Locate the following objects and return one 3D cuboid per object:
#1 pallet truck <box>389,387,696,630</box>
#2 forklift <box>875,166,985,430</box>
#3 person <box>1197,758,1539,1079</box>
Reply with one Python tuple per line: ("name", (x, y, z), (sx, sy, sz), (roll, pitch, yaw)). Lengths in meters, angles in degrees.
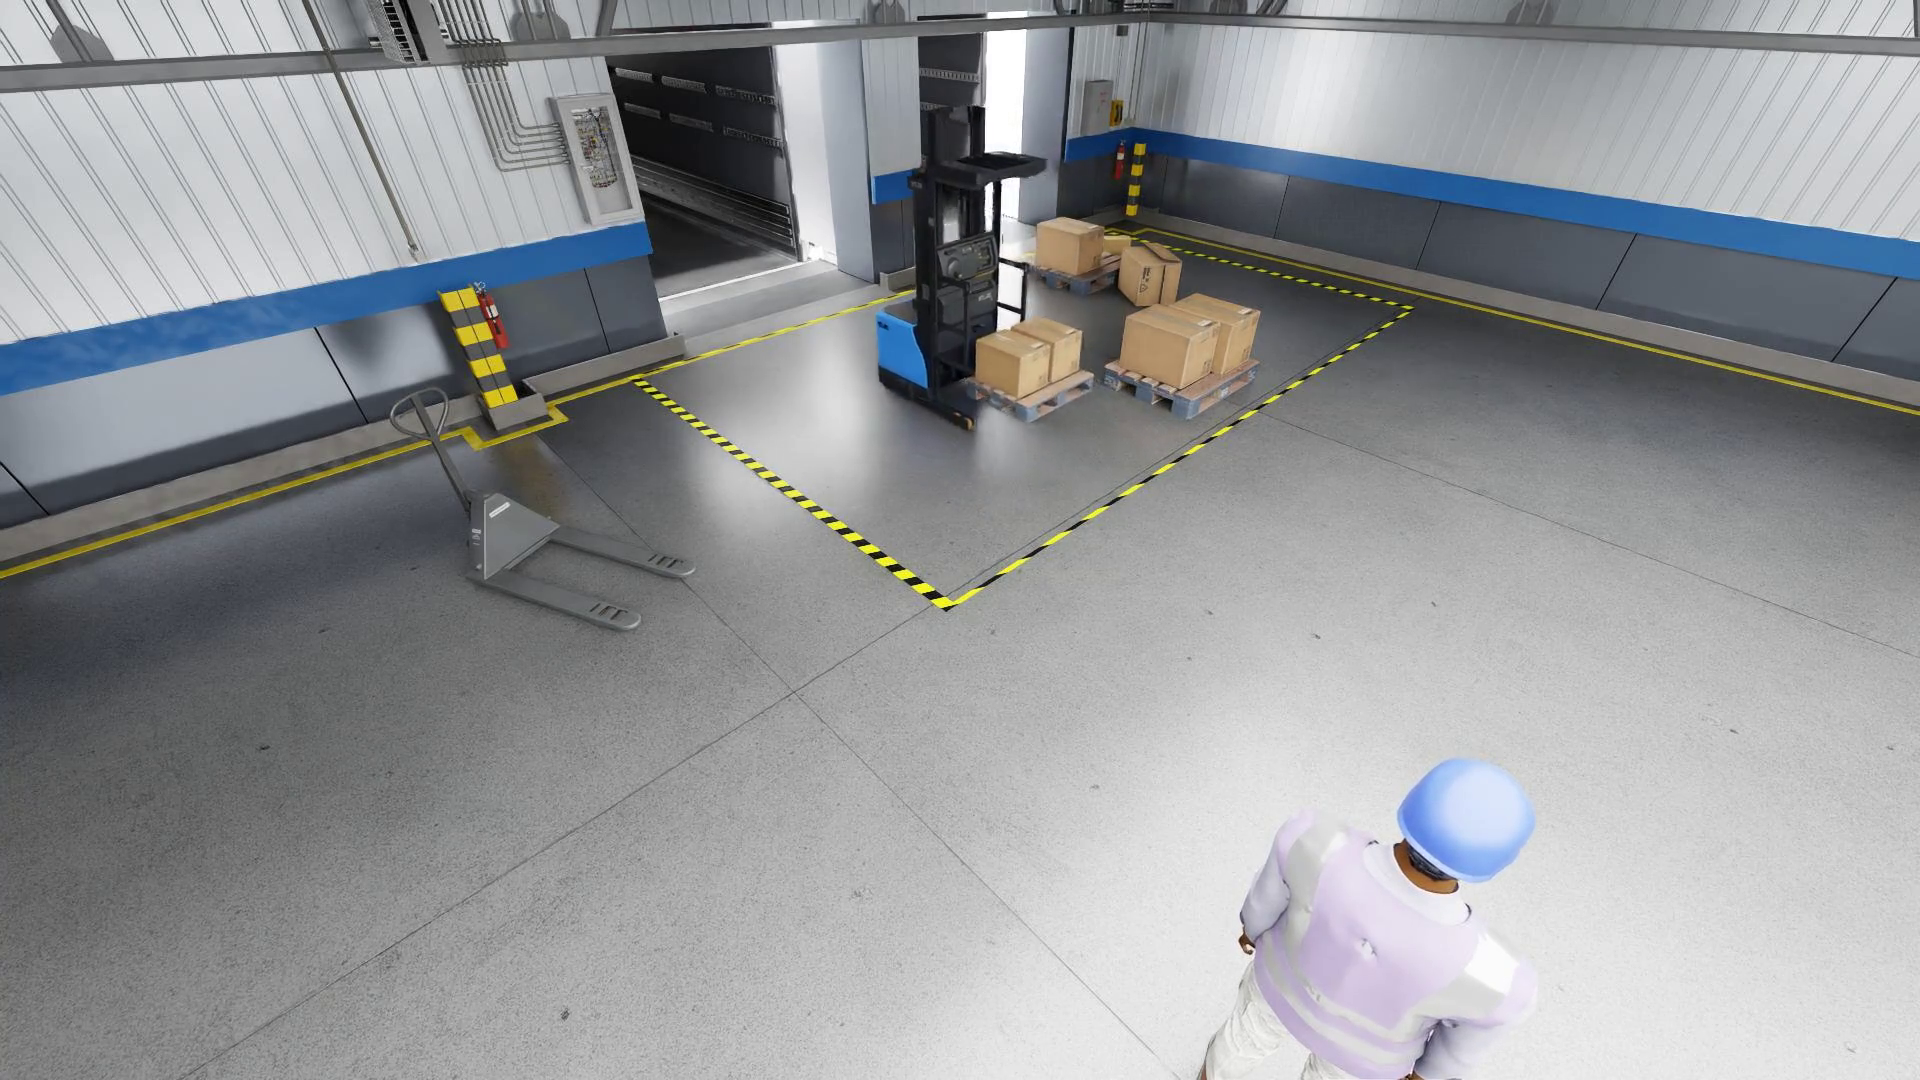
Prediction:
("pallet truck", (-2.613, -0.247, 4.593), (1.601, 1.201, 0.680), (14, 40, 17))
("forklift", (-0.250, -2.282, 6.571), (0.716, 2.013, 0.776), (-31, 47, -33))
("person", (1.054, 1.266, 2.055), (0.383, 1.948, 0.604), (-31, 47, -33))
